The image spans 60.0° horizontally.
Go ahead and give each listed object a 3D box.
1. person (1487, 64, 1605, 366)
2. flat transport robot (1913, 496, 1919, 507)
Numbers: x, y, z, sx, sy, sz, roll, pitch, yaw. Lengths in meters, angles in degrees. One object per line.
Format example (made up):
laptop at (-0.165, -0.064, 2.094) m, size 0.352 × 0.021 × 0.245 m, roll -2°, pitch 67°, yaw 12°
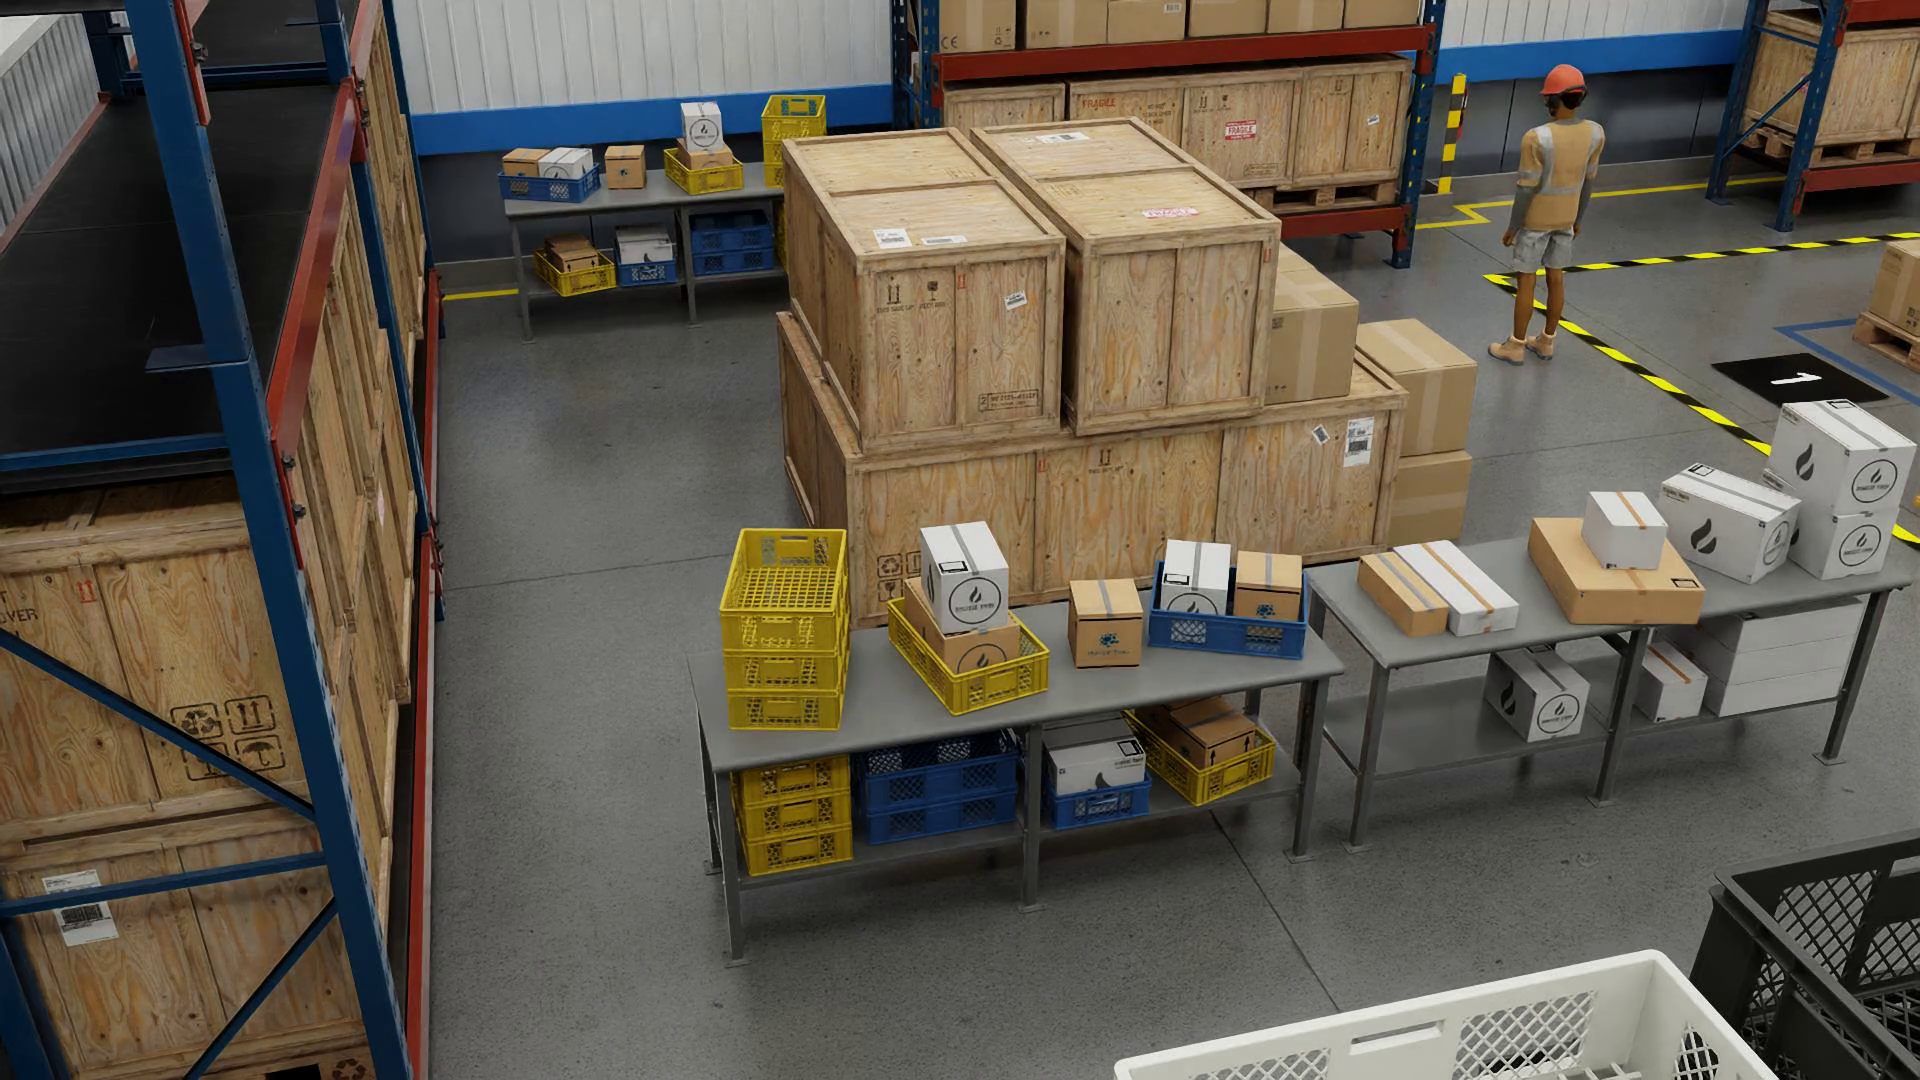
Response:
person at (3.947, -2.172, 11.229) m, size 0.605 × 2.038 × 0.377 m, roll -10°, pitch 30°, yaw -17°
flat transport robot at (6.293, -0.217, 9.481) m, size 1.431 × 0.197 × 0.652 m, roll -7°, pitch 30°, yaw -13°
